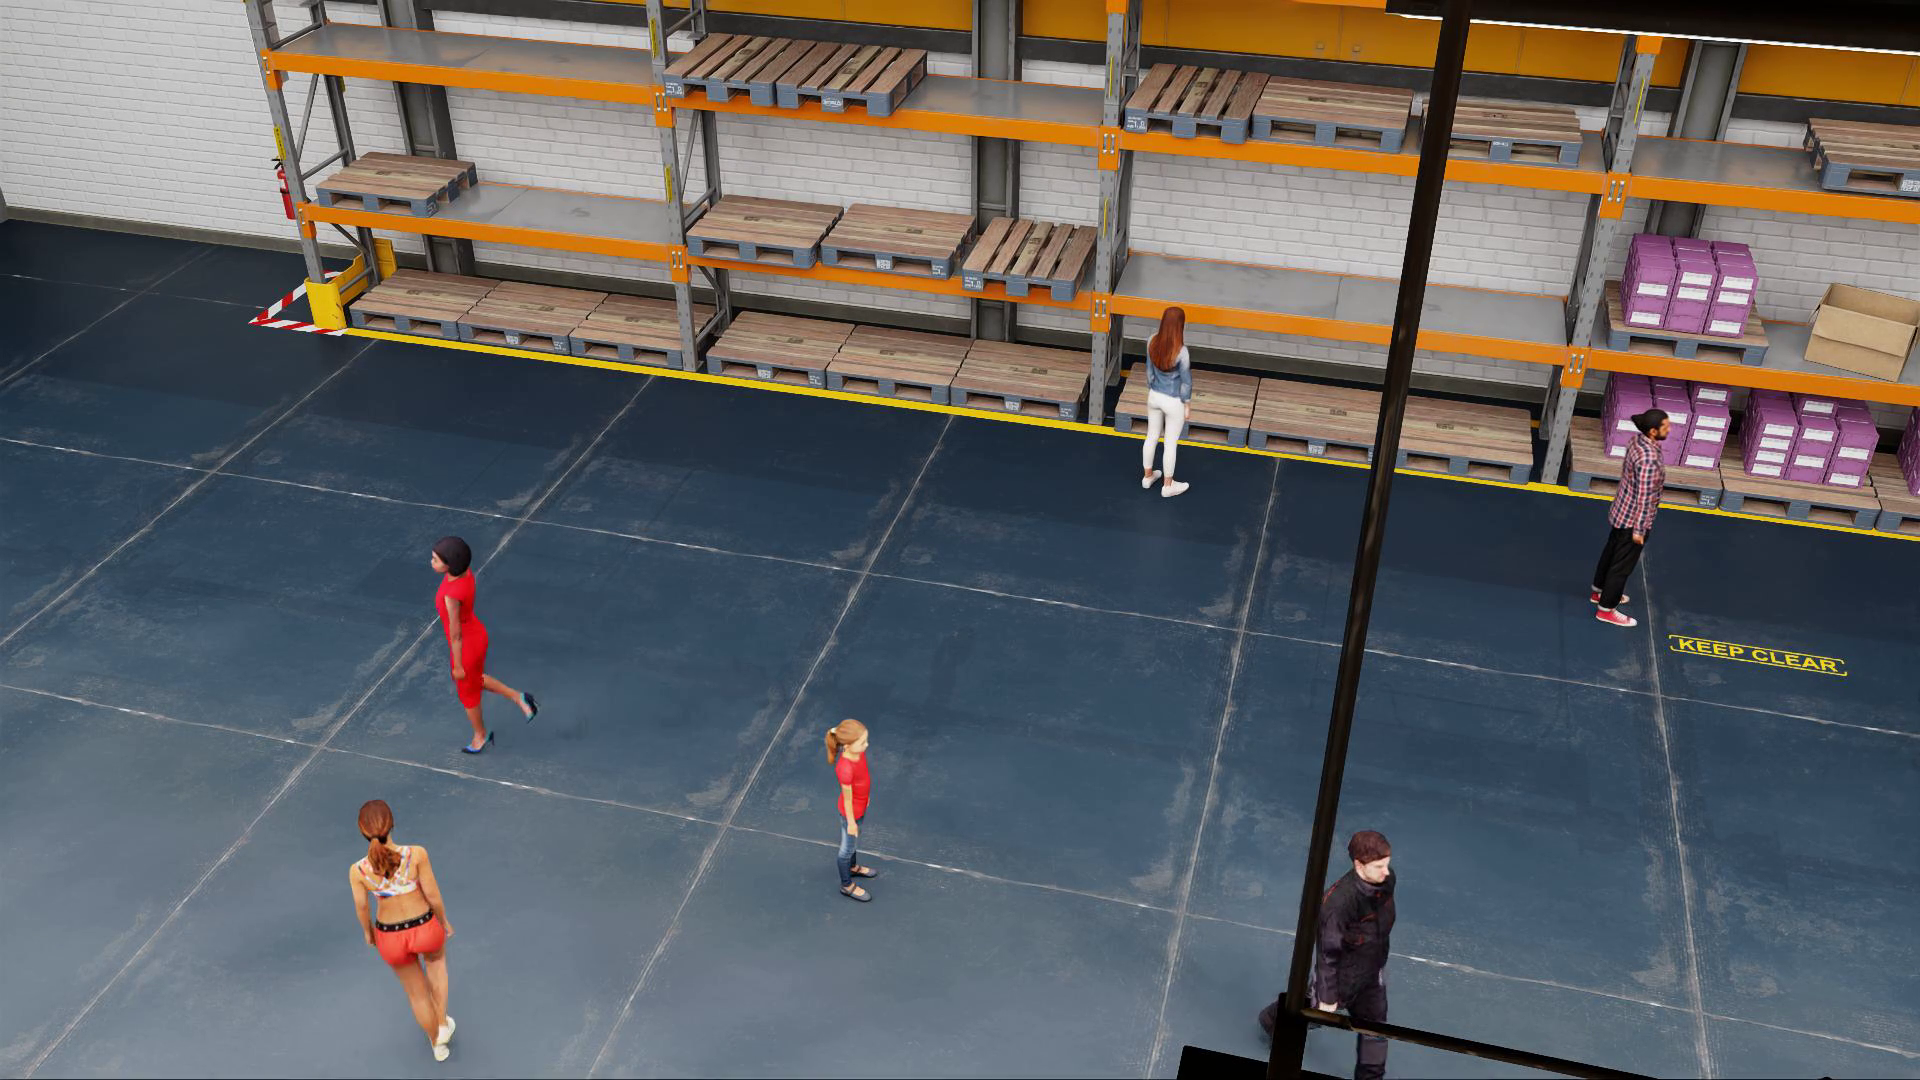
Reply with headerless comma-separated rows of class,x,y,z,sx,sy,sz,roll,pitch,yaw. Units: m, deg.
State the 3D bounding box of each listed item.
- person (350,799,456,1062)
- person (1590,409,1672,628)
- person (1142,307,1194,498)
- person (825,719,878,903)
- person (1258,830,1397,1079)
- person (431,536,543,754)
person,-2.917,2.149,8.828,0.702,1.784,0.780,-12,35,-17
person,5.004,-0.196,12.377,0.625,1.760,0.715,5,34,7
person,1.717,-1.157,13.876,0.630,1.703,0.750,29,43,36
person,-0.655,1.606,10.074,0.500,1.309,0.507,5,34,8
person,1.965,2.200,8.737,1.152,1.799,1.296,-24,41,-32
person,-3.183,0.719,11.030,0.906,1.728,0.773,-6,34,-10
